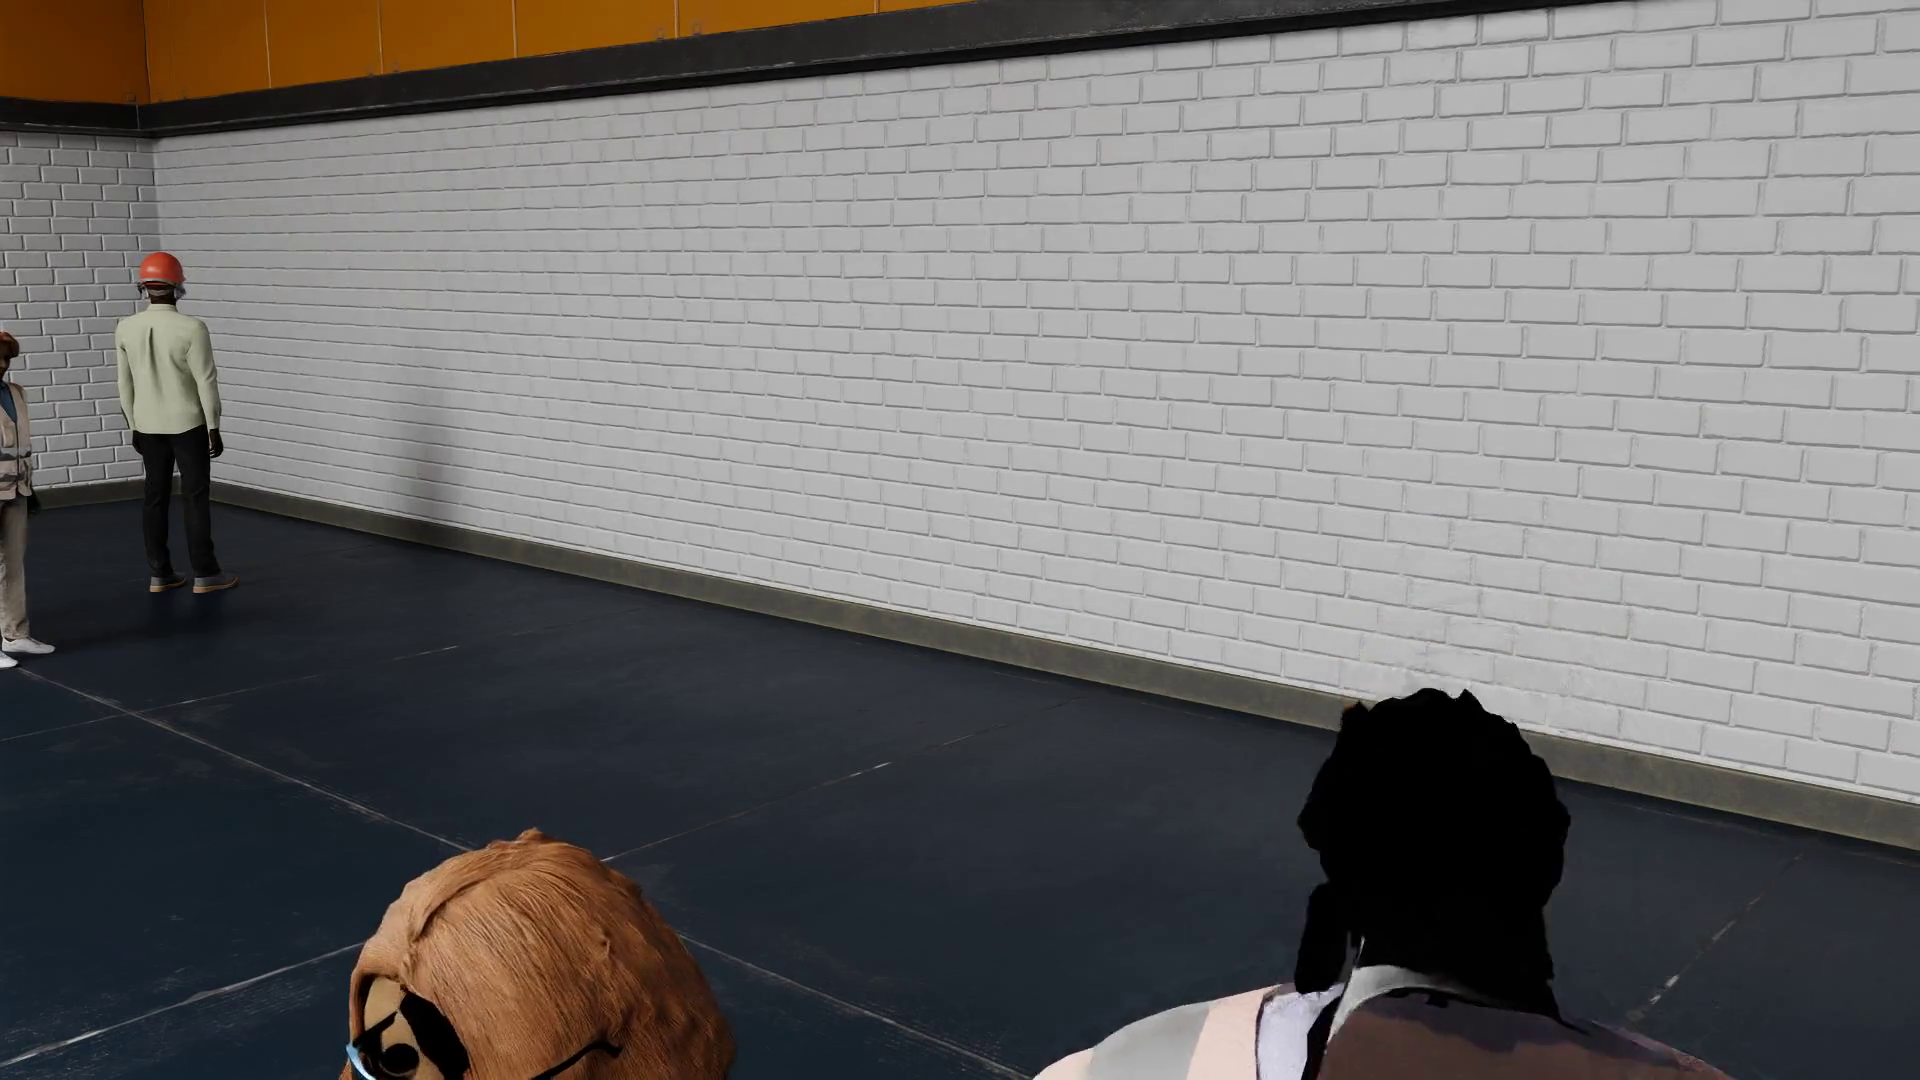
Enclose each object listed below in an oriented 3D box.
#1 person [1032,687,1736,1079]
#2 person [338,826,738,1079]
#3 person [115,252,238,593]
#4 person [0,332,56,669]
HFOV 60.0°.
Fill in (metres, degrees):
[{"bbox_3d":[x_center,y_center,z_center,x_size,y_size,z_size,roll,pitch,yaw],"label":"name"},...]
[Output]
[{"bbox_3d":[0.273,0.951,1.078,0.647,1.792,0.984,5,11,25],"label":"person"},{"bbox_3d":[-0.295,0.998,1.254,0.498,1.633,0.280,4,11,21],"label":"person"},{"bbox_3d":[-4.611,-0.678,9.762,0.613,1.997,0.374,2,10,9],"label":"person"},{"bbox_3d":[-4.689,-0.207,8.105,0.314,1.639,0.515,1,10,6],"label":"person"}]
